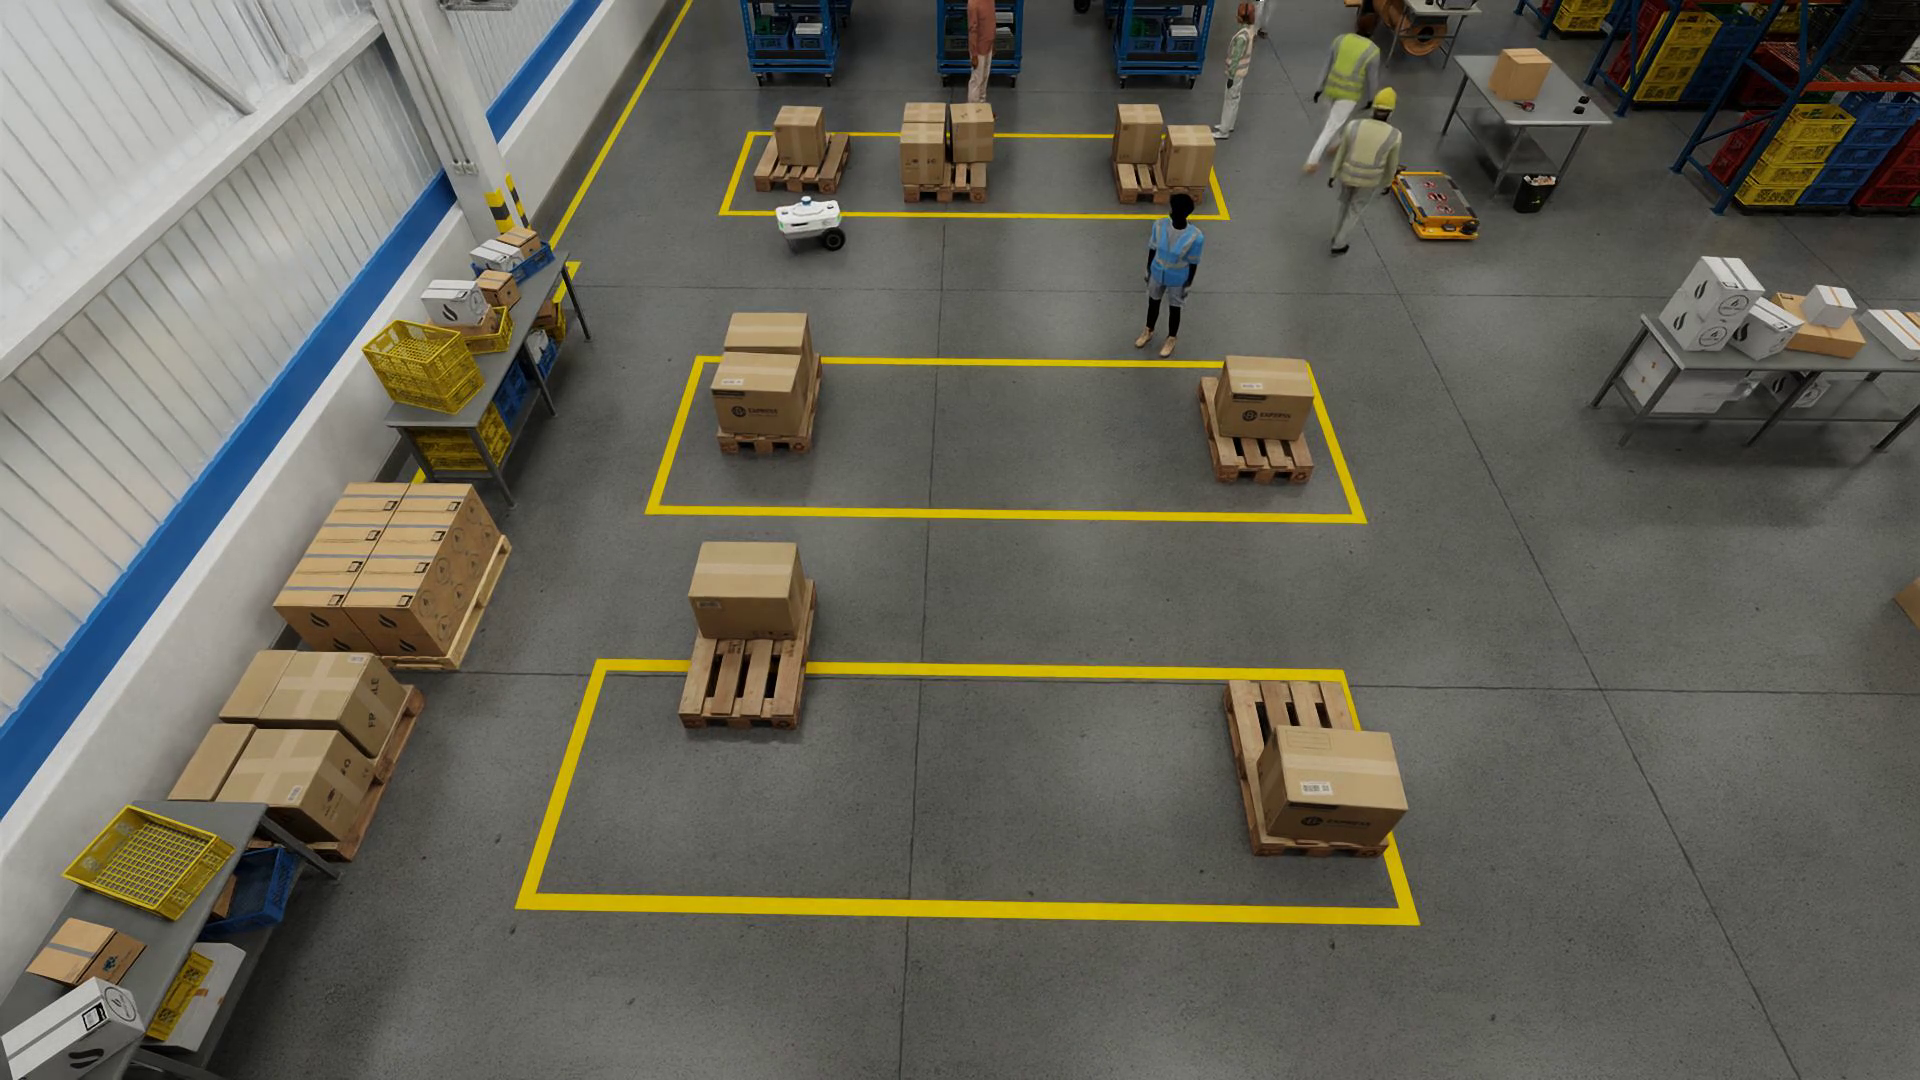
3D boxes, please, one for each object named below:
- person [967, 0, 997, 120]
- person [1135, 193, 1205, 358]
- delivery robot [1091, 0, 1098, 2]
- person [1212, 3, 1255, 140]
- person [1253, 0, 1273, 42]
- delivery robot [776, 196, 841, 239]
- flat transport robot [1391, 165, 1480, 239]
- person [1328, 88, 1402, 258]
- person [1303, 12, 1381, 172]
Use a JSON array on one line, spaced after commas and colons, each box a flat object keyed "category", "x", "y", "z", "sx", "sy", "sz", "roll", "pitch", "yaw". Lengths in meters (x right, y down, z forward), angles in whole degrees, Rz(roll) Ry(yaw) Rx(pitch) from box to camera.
[{"category": "person", "x": 0.295, "y": -6.429, "z": 11.948, "sx": 0.382, "sy": 1.993, "sz": 0.622, "roll": 19, "pitch": 52, "yaw": 16}, {"category": "person", "x": 2.004, "y": -2.520, "z": 8.766, "sx": 0.536, "sy": 1.691, "sz": 0.320, "roll": 30, "pitch": 55, "yaw": 23}, {"category": "delivery robot", "x": 2.277, "y": -9.178, "z": 15.214, "sx": 0.707, "sy": 0.478, "sz": 0.477, "roll": 3, "pitch": 49, "yaw": 2}, {"category": "person", "x": 3.565, "y": -6.049, "z": 11.859, "sx": 0.312, "sy": 1.633, "sz": 0.517, "roll": 19, "pitch": 52, "yaw": 15}, {"category": "person", "x": 4.689, "y": -8.643, "z": 13.910, "sx": 0.674, "sy": 1.928, "sz": 0.405, "roll": -24, "pitch": 53, "yaw": -19}, {"category": "delivery robot", "x": -1.725, "y": -3.670, "z": 10.446, "sx": 0.707, "sy": 0.478, "sz": 0.477, "roll": -10, "pitch": 50, "yaw": -9}, {"category": "flat transport robot", "x": 5.692, "y": -4.094, "z": 11.059, "sx": 0.652, "sy": 0.197, "sz": 1.431, "roll": 1, "pitch": 49, "yaw": 1}, {"category": "person", "x": 4.366, "y": -3.961, "z": 9.929, "sx": 0.629, "sy": 1.812, "sz": 0.508, "roll": 27, "pitch": 54, "yaw": 21}, {"category": "person", "x": 4.742, "y": -5.504, "z": 11.286, "sx": 1.019, "sy": 1.786, "sz": 0.641, "roll": -29, "pitch": 55, "yaw": -23}]
